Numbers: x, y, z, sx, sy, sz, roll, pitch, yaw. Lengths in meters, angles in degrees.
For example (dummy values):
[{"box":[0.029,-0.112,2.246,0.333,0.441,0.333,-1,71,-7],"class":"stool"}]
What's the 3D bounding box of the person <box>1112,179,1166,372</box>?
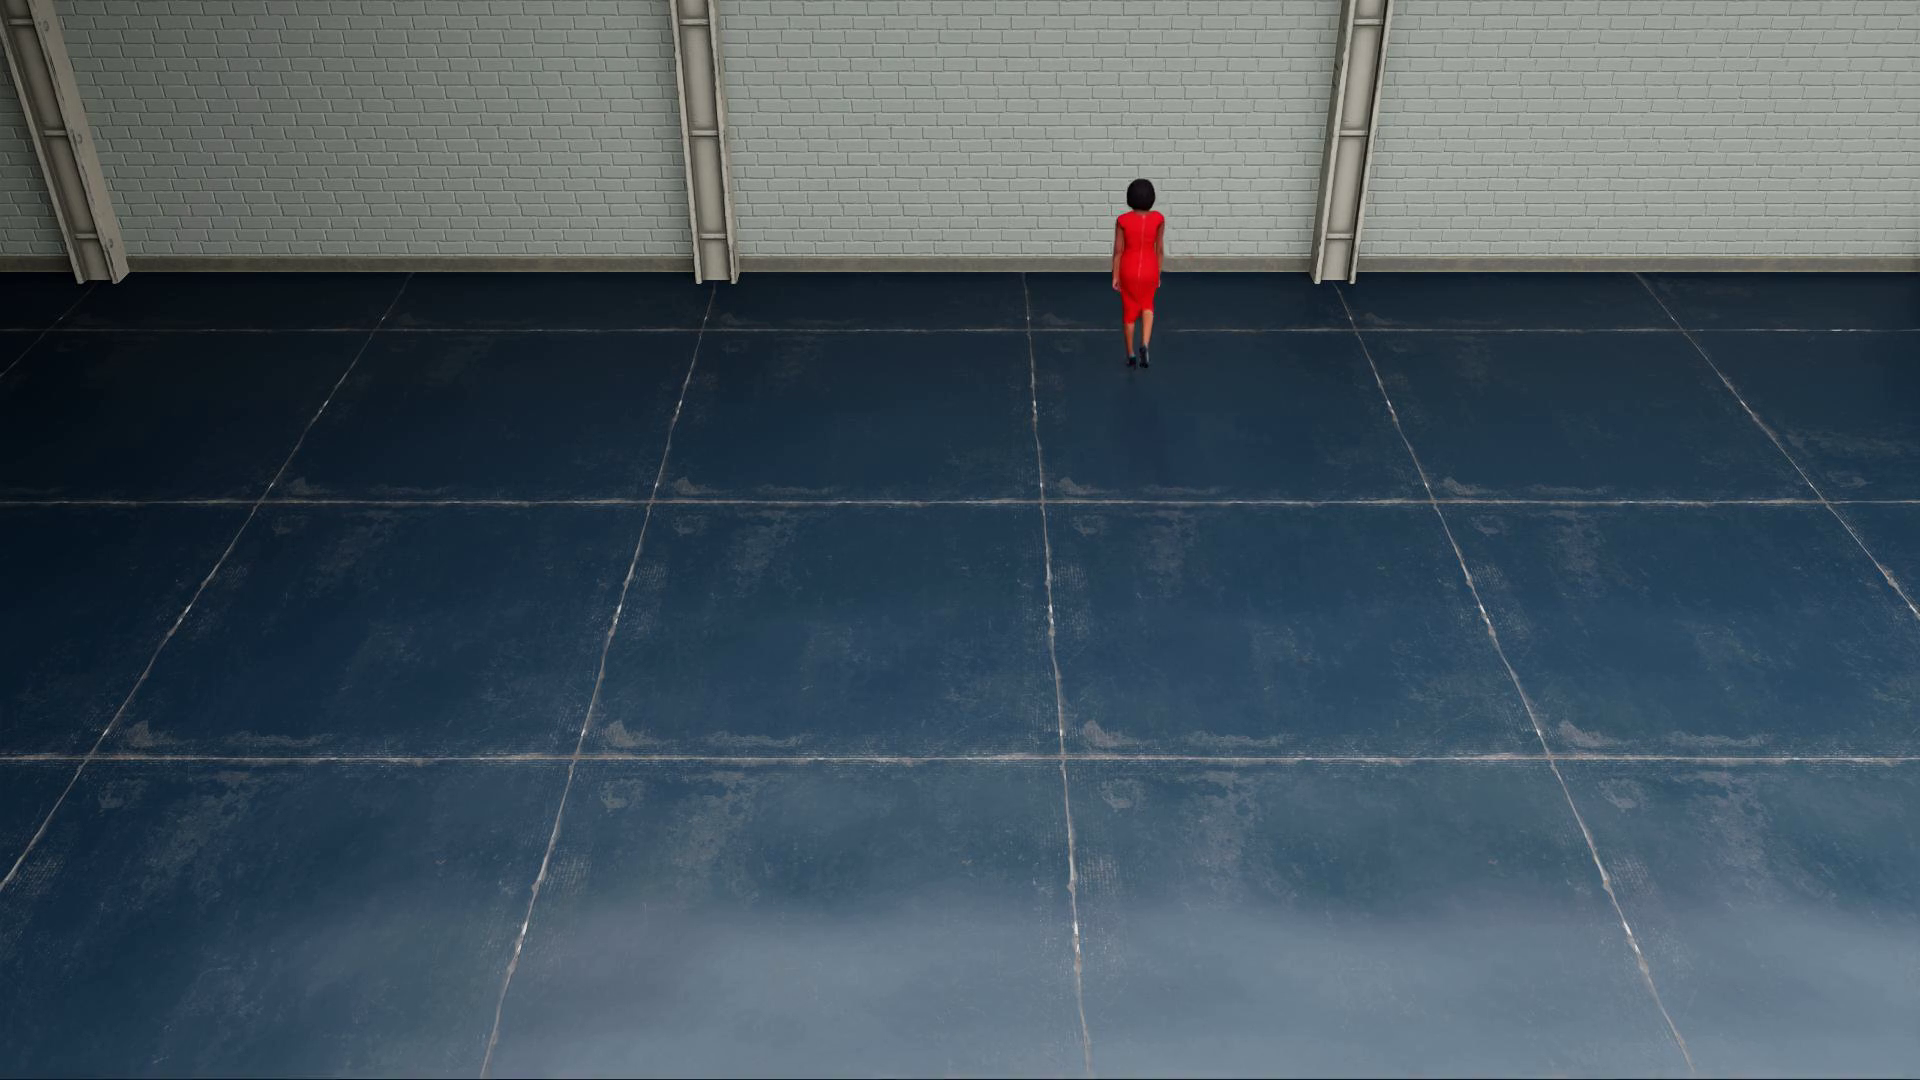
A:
[{"box":[1.523,-2.187,14.060,0.643,1.734,0.668,-2,33,-3],"class":"person"}]
